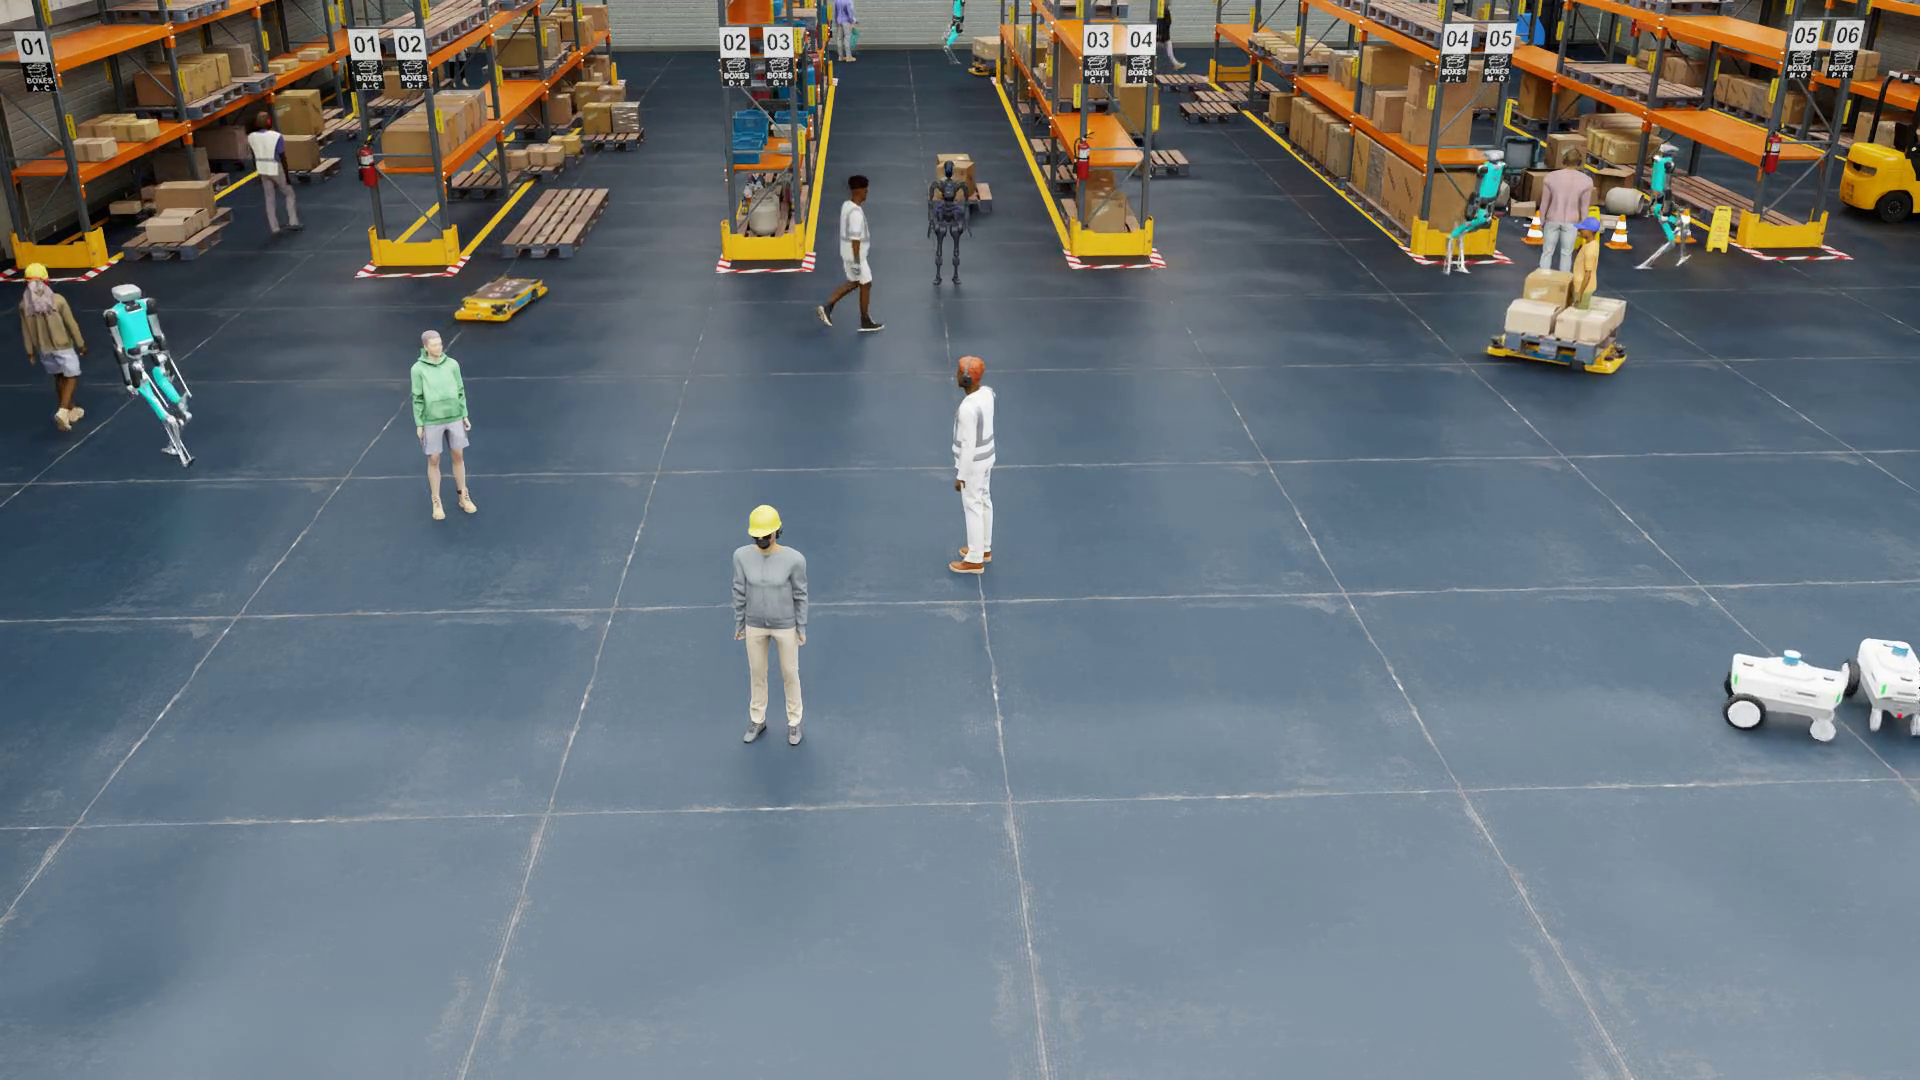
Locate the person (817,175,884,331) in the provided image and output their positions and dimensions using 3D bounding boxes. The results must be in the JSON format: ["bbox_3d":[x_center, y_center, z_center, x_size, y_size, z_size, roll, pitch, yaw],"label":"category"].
[{"bbox_3d":[-1.343,-3.479,20.237,0.735,1.939,0.611,-7,25,-16],"label":"person"}]

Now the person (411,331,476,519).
[{"bbox_3d":[-4.684,-1.055,15.031,0.480,1.741,0.339,-14,28,-29],"label":"person"}]

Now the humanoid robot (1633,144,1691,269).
[{"bbox_3d":[9.946,-4.591,23.010,0.980,1.772,0.530,-2,24,-4],"label":"humanoid robot"}]

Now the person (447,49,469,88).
[{"bbox_3d":[-11.436,-11.139,37.742,0.535,1.696,0.322,-16,29,-32],"label":"person"}]

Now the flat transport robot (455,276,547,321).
[{"bbox_3d":[-5.915,-3.117,21.477,0.659,0.231,1.431,4,24,8],"label":"flat transport robot"}]

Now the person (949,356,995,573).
[{"bbox_3d":[0.106,-0.631,13.906,0.354,1.883,0.572,8,25,18],"label":"person"}]

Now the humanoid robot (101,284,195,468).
[{"bbox_3d":[-7.775,-1.544,16.225,0.861,1.848,0.559,15,28,31],"label":"humanoid robot"}]

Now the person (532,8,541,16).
[{"bbox_3d":[-10.390,-12.646,40.933,0.387,1.858,0.519,-22,32,-40],"label":"person"}]

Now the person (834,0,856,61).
[{"bbox_3d":[-2.903,-12.893,41.567,0.595,1.795,0.399,18,30,35],"label":"person"}]

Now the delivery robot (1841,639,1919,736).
[{"bbox_3d":[6.648,0.991,11.857,0.499,0.564,0.737,6,25,14],"label":"delivery robot"}]

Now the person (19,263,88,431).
[{"bbox_3d":[-9.329,-1.975,17.102,0.542,1.741,0.760,-2,24,-4],"label":"person"}]

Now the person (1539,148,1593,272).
[{"bbox_3d":[7.880,-4.145,21.754,0.621,1.932,0.369,9,26,20],"label":"person"}]

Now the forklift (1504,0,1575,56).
[{"bbox_3d":[14.700,-13.805,42.301,1.873,2.768,1.129,-1,24,-2],"label":"forklift"}]

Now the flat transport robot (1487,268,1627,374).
[{"bbox_3d":[6.990,-2.221,19.464,1.431,0.231,0.659,15,28,30],"label":"flat transport robot"}]

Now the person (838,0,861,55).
[{"bbox_3d":[-2.806,-13.210,42.372,0.688,1.706,0.539,-4,24,-8],"label":"person"}]

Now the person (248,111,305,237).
[{"bbox_3d":[-10.244,-5.499,24.922,0.582,1.812,0.759,4,24,8],"label":"person"}]

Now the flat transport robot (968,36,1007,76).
[{"bbox_3d":[0.975,-11.297,39.856,1.431,0.231,0.659,-8,25,-17],"label":"flat transport robot"}]

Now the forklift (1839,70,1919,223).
[{"bbox_3d":[15.132,-6.143,25.915,2.313,2.155,1.214,-1,24,-2],"label":"forklift"}]

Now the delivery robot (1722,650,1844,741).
[{"bbox_3d":[5.802,1.051,11.727,0.747,0.568,0.499,10,26,22],"label":"delivery robot"}]

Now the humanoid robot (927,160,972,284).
[{"bbox_3d":[-0.147,-4.260,22.302,0.604,1.654,0.317,-1,24,-2],"label":"humanoid robot"}]

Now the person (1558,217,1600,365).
[{"bbox_3d":[7.130,-2.867,19.133,0.350,1.718,0.438,8,25,17],"label":"person"}]

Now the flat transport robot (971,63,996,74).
[{"bbox_3d":[0.961,-11.413,40.118,1.431,0.231,0.659,-17,29,-34],"label":"flat transport robot"}]

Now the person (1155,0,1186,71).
[{"bbox_3d":[4.961,-12.241,40.078,1.025,1.797,0.556,2,24,5],"label":"person"}]

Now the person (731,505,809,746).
[{"bbox_3d":[-1.290,0.580,11.327,0.529,1.768,0.310,3,24,7],"label":"person"}]

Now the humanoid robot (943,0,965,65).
[{"bbox_3d":[-0.217,-12.534,40.823,0.665,1.788,0.540,-10,26,-22],"label":"humanoid robot"}]

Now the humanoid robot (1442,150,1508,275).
[{"bbox_3d":[6.976,-4.479,22.776,0.533,1.794,0.817,-15,28,-30],"label":"humanoid robot"}]
